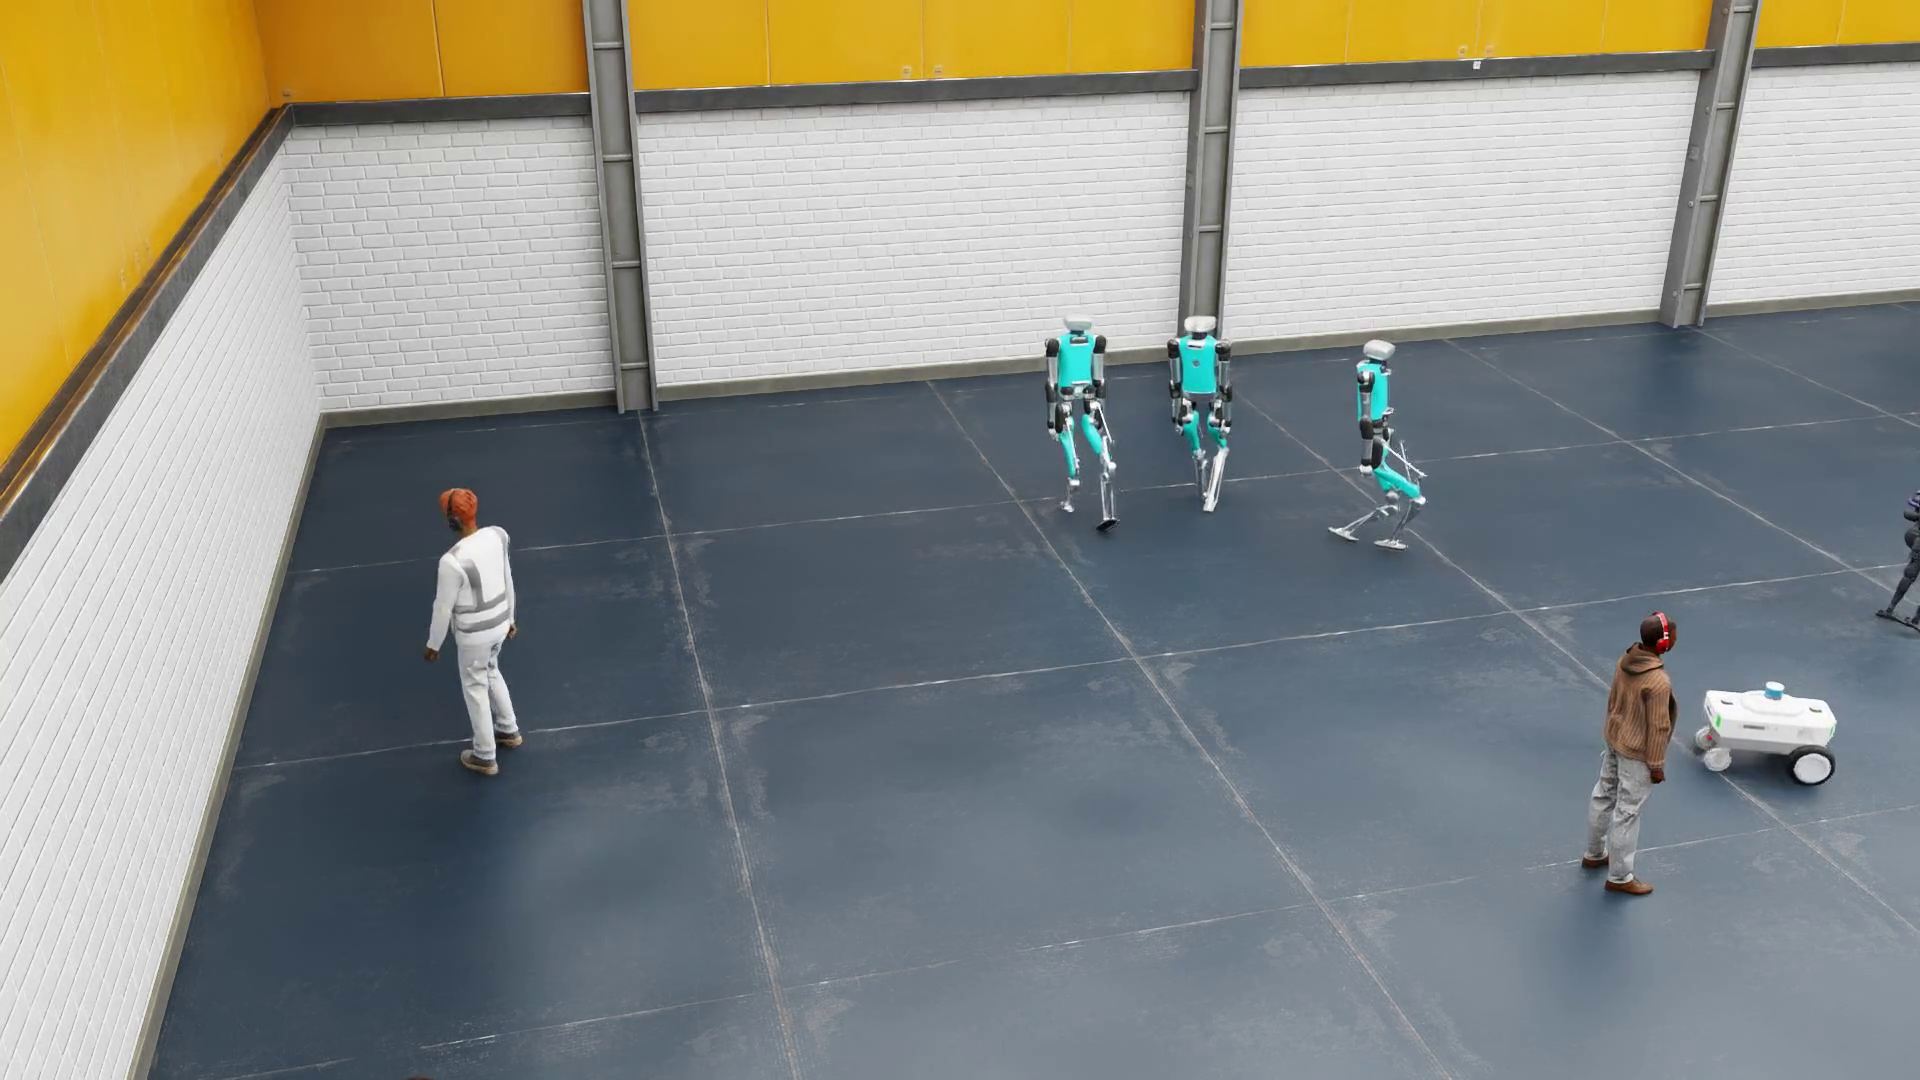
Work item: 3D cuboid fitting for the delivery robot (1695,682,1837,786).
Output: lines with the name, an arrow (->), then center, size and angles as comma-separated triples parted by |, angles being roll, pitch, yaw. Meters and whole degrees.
delivery robot -> 5.019, 1.161, 10.342 | 0.759, 0.575, 0.499 | 4, 24, 10

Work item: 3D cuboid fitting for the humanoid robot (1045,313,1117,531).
humanoid robot -> 1.070, -0.894, 13.630 | 0.553, 1.762, 1.024 | -8, 25, -17

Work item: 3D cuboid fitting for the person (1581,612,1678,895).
person -> 3.651, 1.144, 9.043 | 0.327, 1.651, 0.459 | -4, 24, -9

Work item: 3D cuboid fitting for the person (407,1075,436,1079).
person -> -1.728, 2.540, 5.728 | 0.384, 1.771, 0.467 | -21, 31, -39

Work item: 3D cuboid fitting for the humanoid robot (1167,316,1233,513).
humanoid robot -> 2.069, -1.022, 13.999 | 0.569, 1.901, 0.783 | 10, 26, 22

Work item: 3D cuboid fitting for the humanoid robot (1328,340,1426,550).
humanoid robot -> 3.387, -0.686, 13.094 | 0.935, 1.759, 0.544 | 11, 26, 24

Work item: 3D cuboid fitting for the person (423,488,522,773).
person -> -2.970, 0.551, 10.117 | 0.477, 1.874, 0.582 | 7, 25, 16

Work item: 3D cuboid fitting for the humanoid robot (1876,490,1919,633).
humanoid robot -> 6.974, -0.125, 11.901 | 0.458, 1.650, 0.615 | 21, 31, 39
